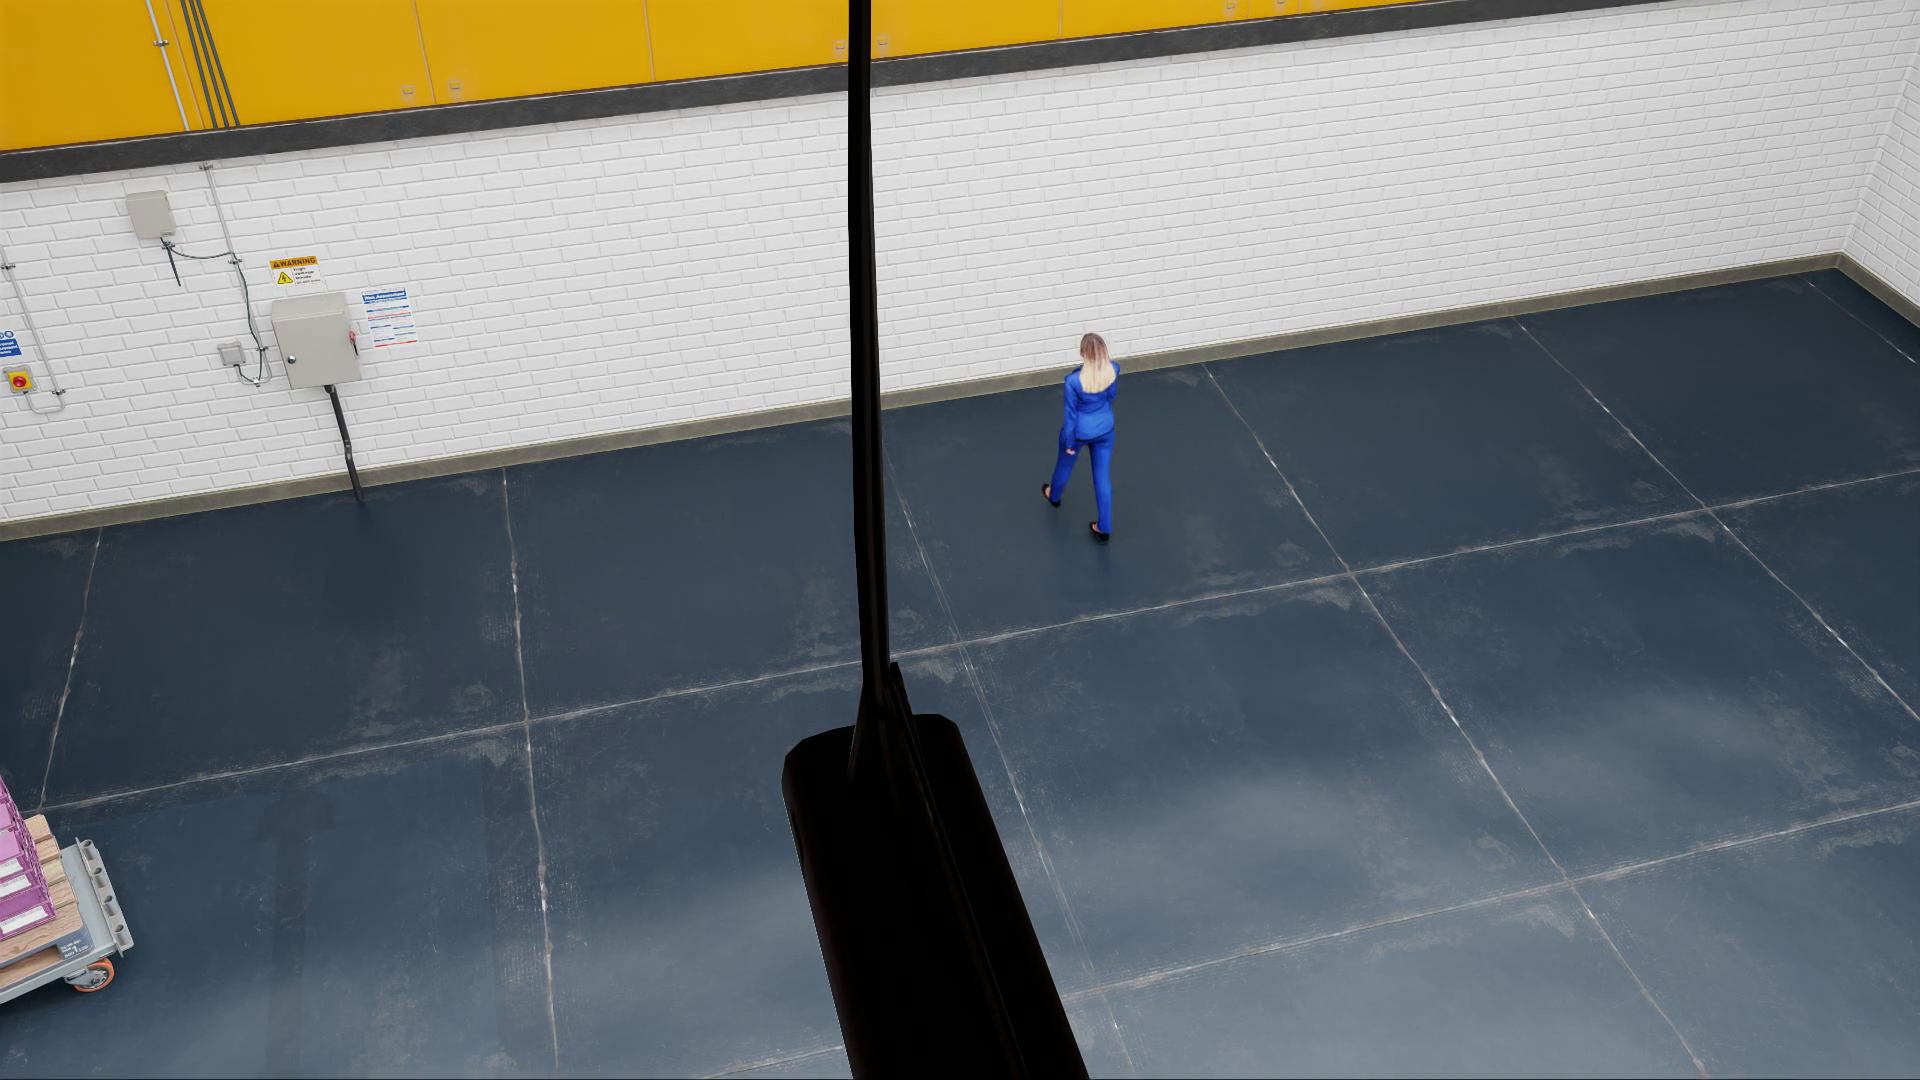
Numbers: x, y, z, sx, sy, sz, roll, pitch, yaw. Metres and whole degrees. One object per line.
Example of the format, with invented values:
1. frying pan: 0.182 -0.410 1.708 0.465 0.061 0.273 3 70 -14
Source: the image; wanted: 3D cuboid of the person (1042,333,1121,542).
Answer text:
1. person: 0.992 -0.729 12.118 0.694 1.664 1.041 -15 41 -18
